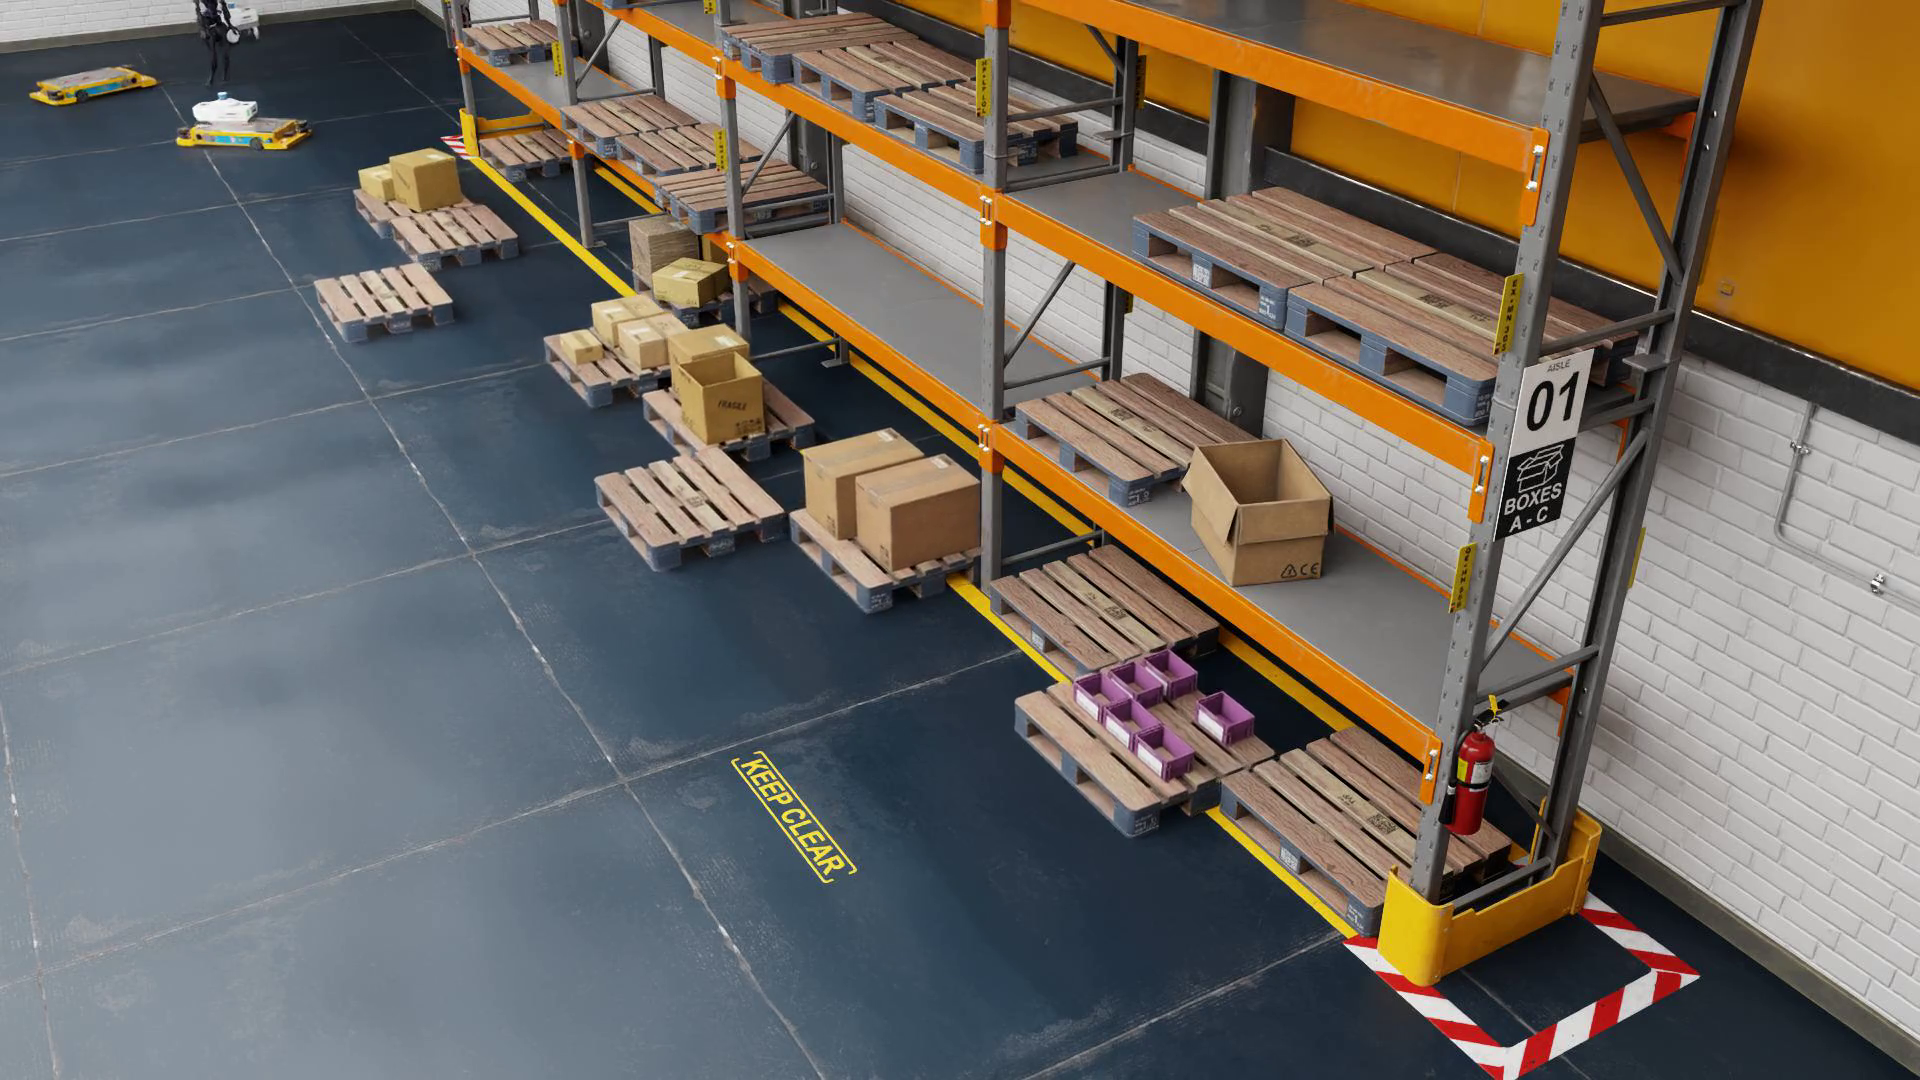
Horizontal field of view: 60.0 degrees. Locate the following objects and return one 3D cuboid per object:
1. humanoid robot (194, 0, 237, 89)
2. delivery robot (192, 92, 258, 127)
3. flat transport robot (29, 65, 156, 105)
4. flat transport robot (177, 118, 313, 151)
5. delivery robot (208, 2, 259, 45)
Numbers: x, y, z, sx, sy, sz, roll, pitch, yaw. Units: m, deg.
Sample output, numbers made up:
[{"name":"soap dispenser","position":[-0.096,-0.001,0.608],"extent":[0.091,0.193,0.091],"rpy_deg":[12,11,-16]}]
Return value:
[{"name":"humanoid robot","position":[-10.130,-6.983,22.542],"extent":[0.367,1.648,0.588],"rpy_deg":[10,31,18]},{"name":"delivery robot","position":[-9.085,-5.229,20.570],"extent":[0.774,0.592,0.499],"rpy_deg":[-1,30,-1]},{"name":"flat transport robot","position":[-11.729,-6.147,22.484],"extent":[0.659,0.231,1.431],"rpy_deg":[20,35,32]},{"name":"flat transport robot","position":[-8.807,-5.006,20.469],"extent":[1.431,0.231,0.659],"rpy_deg":[4,30,7]},{"name":"delivery robot","position":[-10.976,-7.813,25.122],"extent":[0.513,0.581,0.740],"rpy_deg":[18,34,28]}]
